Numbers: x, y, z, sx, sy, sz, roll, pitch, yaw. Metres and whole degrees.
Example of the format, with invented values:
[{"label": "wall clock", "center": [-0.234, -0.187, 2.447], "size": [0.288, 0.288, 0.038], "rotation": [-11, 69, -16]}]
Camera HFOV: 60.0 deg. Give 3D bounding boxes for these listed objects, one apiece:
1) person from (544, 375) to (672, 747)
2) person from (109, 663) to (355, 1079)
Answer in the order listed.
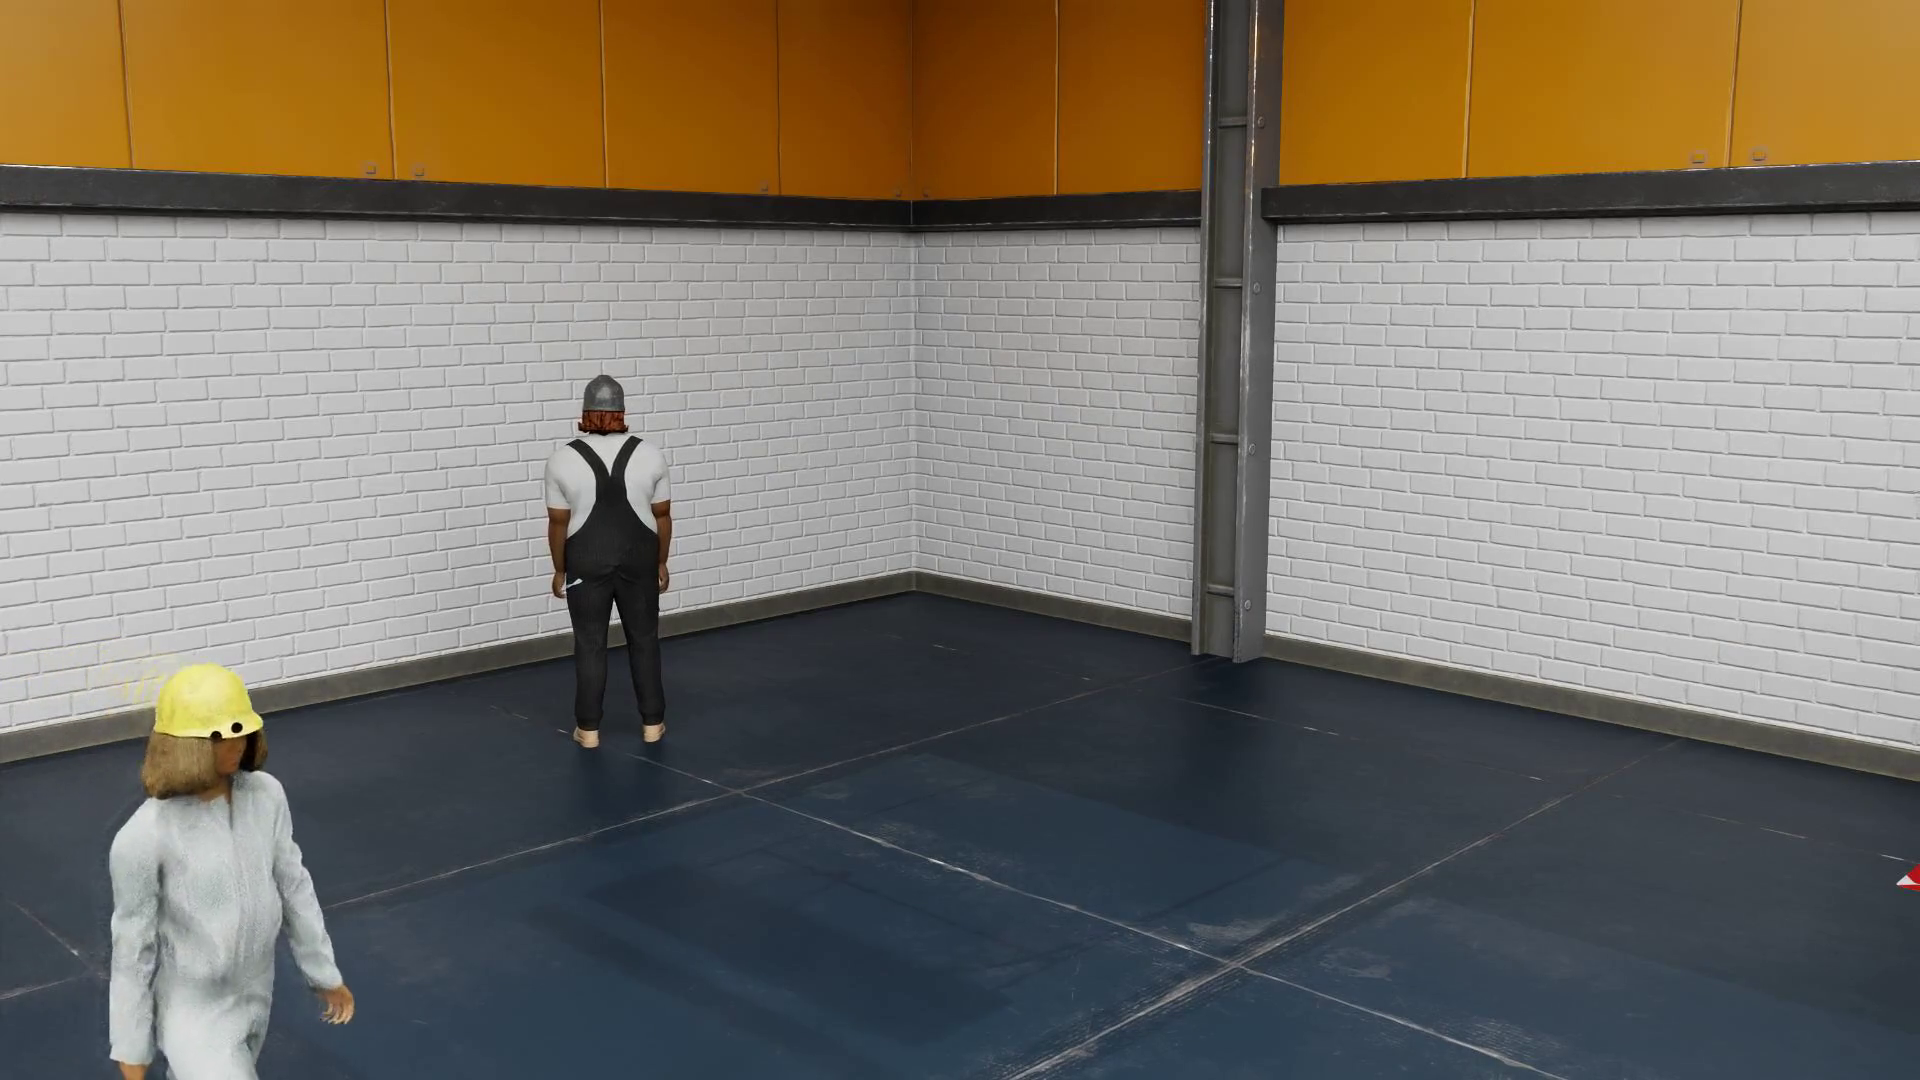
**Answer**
[{"label": "person", "center": [-1.927, 0.110, 9.139], "size": [0.672, 2.000, 0.536], "rotation": [-3, 10, -17]}, {"label": "person", "center": [-1.750, 1.121, 4.005], "size": [0.915, 1.693, 0.495], "rotation": [3, 10, 16]}]
